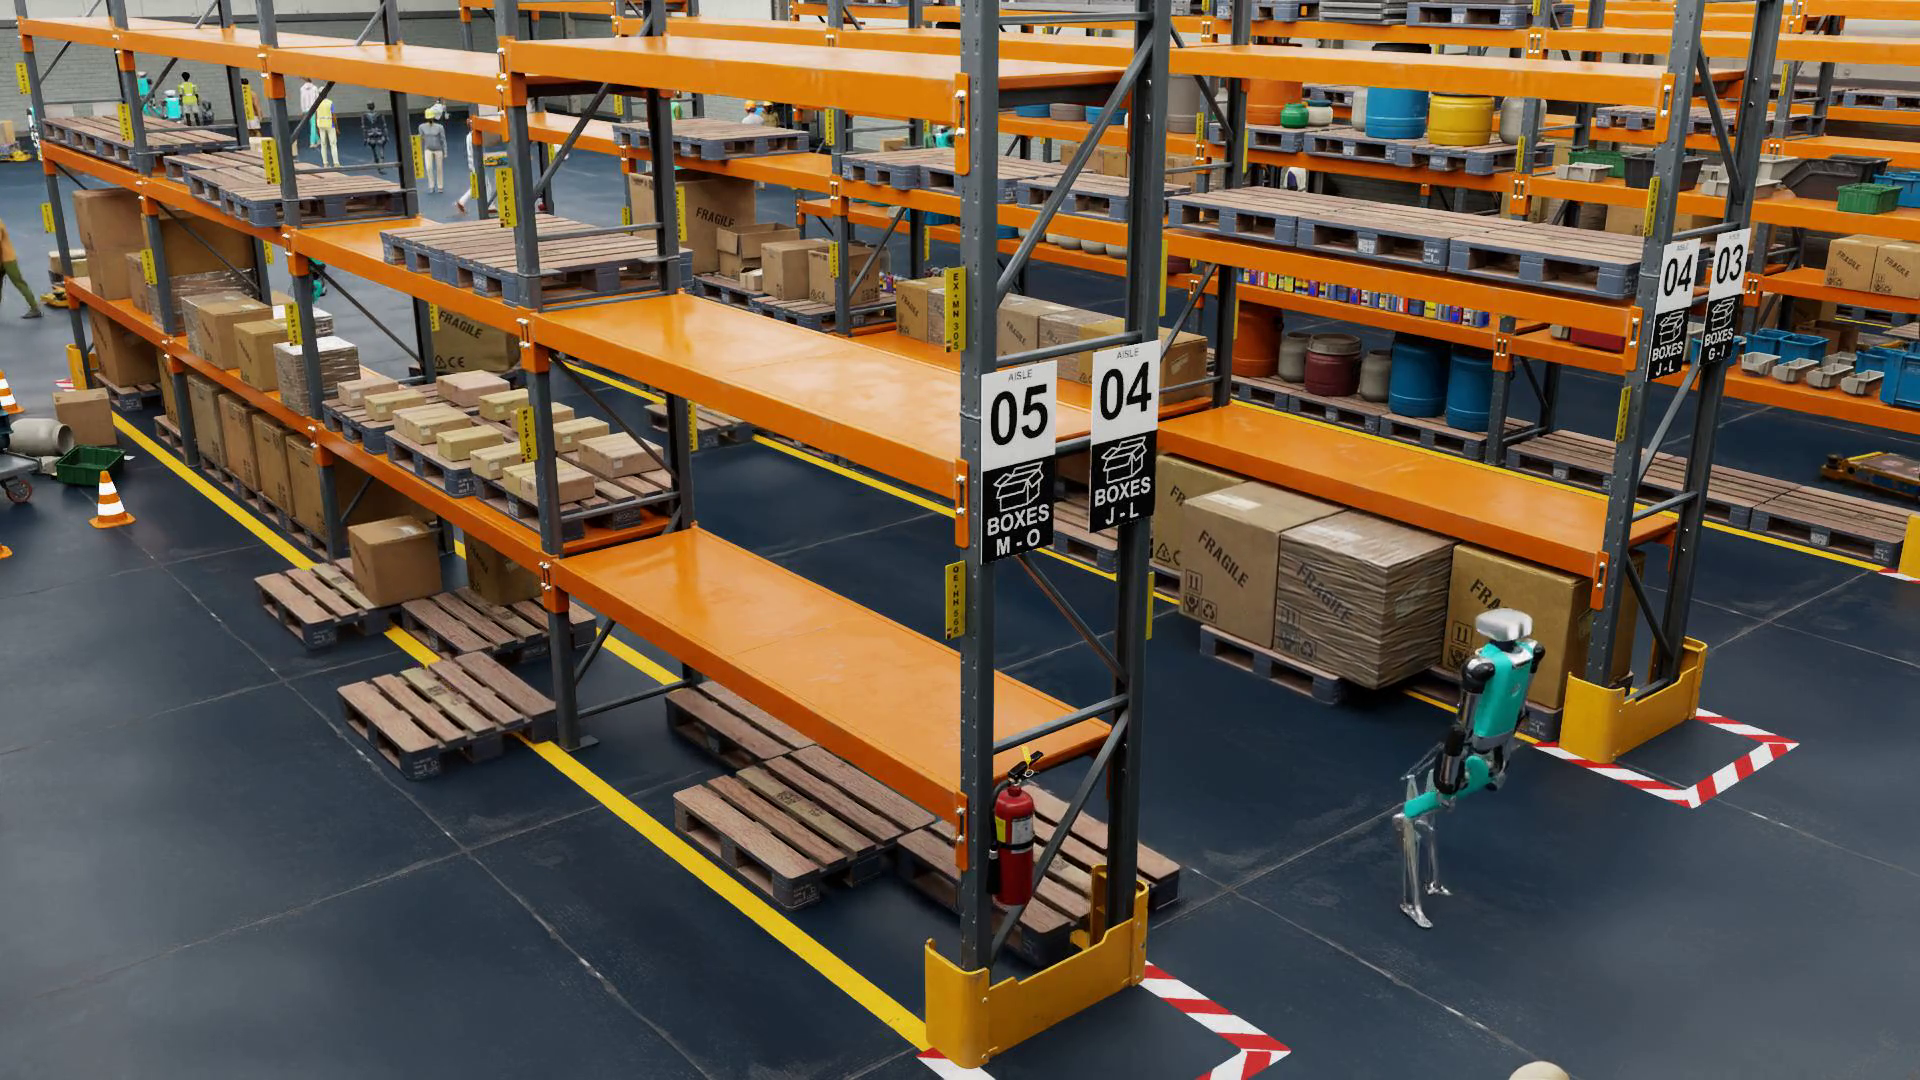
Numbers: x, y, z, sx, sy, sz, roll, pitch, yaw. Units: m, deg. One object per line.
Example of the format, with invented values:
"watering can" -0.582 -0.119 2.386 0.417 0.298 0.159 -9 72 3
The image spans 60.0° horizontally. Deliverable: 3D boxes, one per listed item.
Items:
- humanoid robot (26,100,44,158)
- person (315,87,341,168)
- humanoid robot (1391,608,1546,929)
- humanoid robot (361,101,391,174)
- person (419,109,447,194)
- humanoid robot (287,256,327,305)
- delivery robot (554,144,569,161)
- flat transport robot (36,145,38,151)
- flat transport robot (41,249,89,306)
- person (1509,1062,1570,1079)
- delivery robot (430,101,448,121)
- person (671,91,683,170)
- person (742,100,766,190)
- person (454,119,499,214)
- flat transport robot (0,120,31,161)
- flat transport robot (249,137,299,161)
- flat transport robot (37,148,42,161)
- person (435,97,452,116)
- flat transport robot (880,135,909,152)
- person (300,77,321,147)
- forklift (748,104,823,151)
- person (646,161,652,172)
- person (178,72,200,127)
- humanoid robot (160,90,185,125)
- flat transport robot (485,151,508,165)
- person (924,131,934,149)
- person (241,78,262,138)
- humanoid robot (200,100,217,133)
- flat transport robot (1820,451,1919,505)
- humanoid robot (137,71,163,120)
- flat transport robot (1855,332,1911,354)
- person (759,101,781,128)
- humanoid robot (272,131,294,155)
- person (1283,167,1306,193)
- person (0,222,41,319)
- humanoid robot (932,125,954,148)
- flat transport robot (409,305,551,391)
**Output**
"humanoid robot" -20.421 -8.925 37.099 0.538 1.738 0.924 -10 22 -27
"person" -14.736 -9.569 38.727 0.532 1.892 0.398 2 19 5
"humanoid robot" 2.491 1.125 8.521 0.536 1.771 0.781 -14 24 -34
"humanoid robot" -13.374 -9.235 38.139 0.605 1.619 0.749 -4 20 -11
"person" -11.020 -8.127 34.825 0.541 1.741 0.667 -5 20 -15
"humanoid robot" -8.272 -3.147 20.827 0.831 1.869 0.548 0 19 1
"delivery robot" -9.906 -9.461 40.410 0.499 0.581 0.767 7 21 19
"flat transport robot" -22.760 -10.038 42.503 1.431 0.231 0.659 2 19 7
"flat transport robot" -12.546 -3.635 24.280 0.659 0.231 1.431 18 26 41
"person" 1.625 2.342 4.963 0.395 1.799 0.589 -15 25 -37
"delivery robot" -15.871 -13.032 50.598 0.512 0.598 0.769 -2 19 -5
"person" -6.507 -9.381 38.084 0.382 1.972 0.480 -8 21 -22
"person" -4.379 -8.365 35.306 0.569 1.889 0.388 -12 23 -31
"person" -9.307 -7.159 31.921 0.853 1.855 0.577 -7 21 -19
"flat transport robot" -23.516 -9.340 40.516 1.431 0.231 0.659 -6 20 -15
"flat transport robot" -15.869 -8.448 37.979 0.659 0.231 1.431 7 20 18
"flat transport robot" -22.390 -9.530 41.059 0.659 0.231 1.431 -10 21 -25
"person" -16.167 -14.136 51.763 0.502 1.871 0.390 8 21 22
"flat transport robot" -1.327 -8.147 37.123 0.659 0.231 1.431 -8 21 -21
"person" -16.994 -11.275 43.630 0.487 1.868 1.016 1 19 2
"forklift" -4.526 -11.368 42.374 1.129 2.768 1.873 -15 24 -37
"person" -5.183 -6.016 28.522 0.371 1.958 0.596 -1 19 -3
"person" -21.657 -12.288 46.750 0.539 1.695 0.315 -14 24 -35
"humanoid robot" -19.004 -9.890 39.886 0.954 1.783 0.548 13 23 33
"flat transport robot" -11.125 -9.230 40.206 0.659 0.231 1.431 11 22 28
"person" -0.706 -7.564 33.261 0.526 1.721 0.349 15 24 36
"person" -18.049 -10.803 42.313 0.789 1.843 0.419 7 20 19
"humanoid robot" -17.307 -9.304 38.330 0.745 1.624 0.588 1 19 4
"flat transport robot" 8.895 -0.557 15.522 0.659 0.231 1.431 -10 22 -27
"humanoid robot" -22.575 -12.201 46.474 0.534 1.774 0.977 2 19 4
"flat transport robot" 11.166 -2.467 20.958 0.659 0.231 1.431 -14 24 -35
"person" -4.285 -9.041 37.409 0.540 1.763 0.402 -2 19 -6
"humanoid robot" -14.412 -8.243 35.373 0.802 1.634 0.601 -2 19 -6
"person" 5.445 -5.476 27.152 0.391 1.840 0.564 9 21 25
"person" -13.058 -3.791 22.605 0.461 1.665 0.846 17 26 40
"humanoid robot" -0.128 -7.088 31.938 0.774 1.806 0.542 -17 26 -40
"flat transport robot" -5.386 -1.704 18.785 0.659 0.231 1.431 9 21 24
